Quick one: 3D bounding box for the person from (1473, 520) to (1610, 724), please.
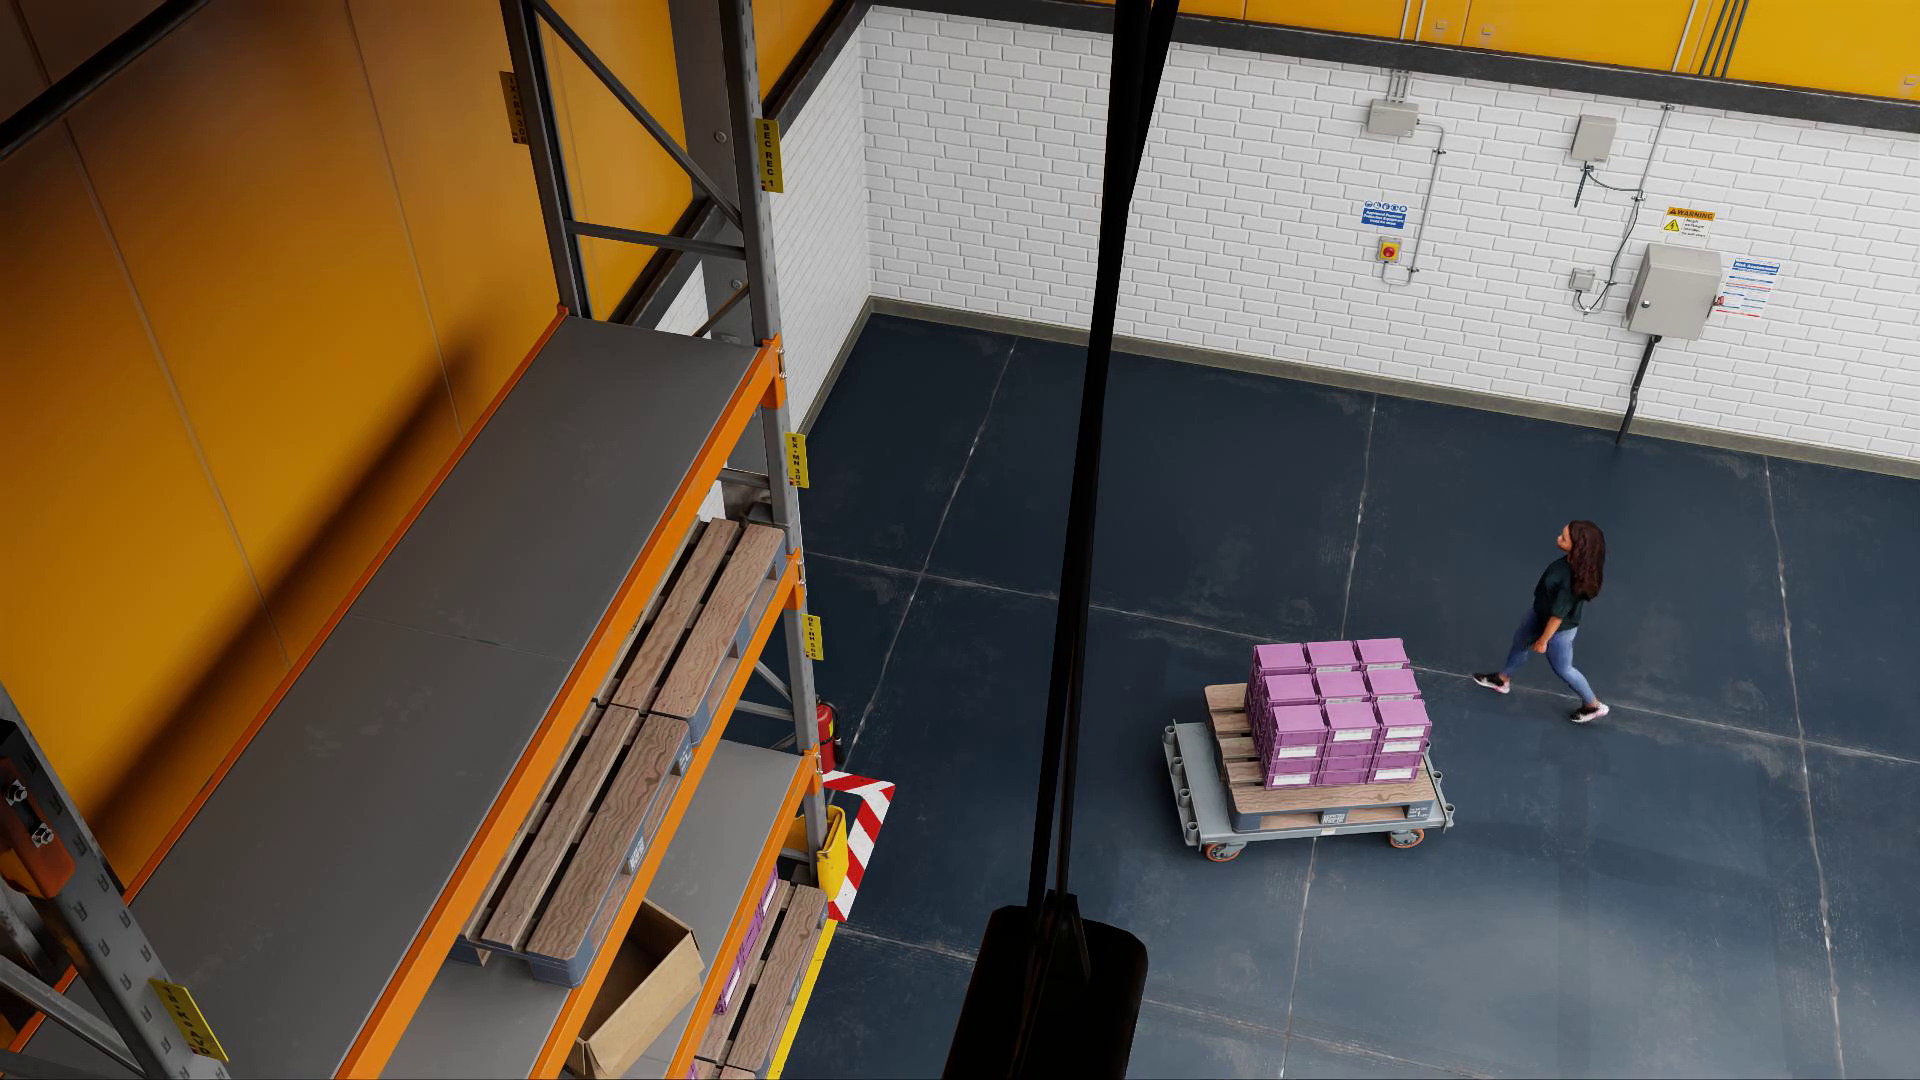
[{"bbox_3d":[3.875,0.549,10.555,0.773,1.582,1.068,16,46,16],"label":"person"}]
